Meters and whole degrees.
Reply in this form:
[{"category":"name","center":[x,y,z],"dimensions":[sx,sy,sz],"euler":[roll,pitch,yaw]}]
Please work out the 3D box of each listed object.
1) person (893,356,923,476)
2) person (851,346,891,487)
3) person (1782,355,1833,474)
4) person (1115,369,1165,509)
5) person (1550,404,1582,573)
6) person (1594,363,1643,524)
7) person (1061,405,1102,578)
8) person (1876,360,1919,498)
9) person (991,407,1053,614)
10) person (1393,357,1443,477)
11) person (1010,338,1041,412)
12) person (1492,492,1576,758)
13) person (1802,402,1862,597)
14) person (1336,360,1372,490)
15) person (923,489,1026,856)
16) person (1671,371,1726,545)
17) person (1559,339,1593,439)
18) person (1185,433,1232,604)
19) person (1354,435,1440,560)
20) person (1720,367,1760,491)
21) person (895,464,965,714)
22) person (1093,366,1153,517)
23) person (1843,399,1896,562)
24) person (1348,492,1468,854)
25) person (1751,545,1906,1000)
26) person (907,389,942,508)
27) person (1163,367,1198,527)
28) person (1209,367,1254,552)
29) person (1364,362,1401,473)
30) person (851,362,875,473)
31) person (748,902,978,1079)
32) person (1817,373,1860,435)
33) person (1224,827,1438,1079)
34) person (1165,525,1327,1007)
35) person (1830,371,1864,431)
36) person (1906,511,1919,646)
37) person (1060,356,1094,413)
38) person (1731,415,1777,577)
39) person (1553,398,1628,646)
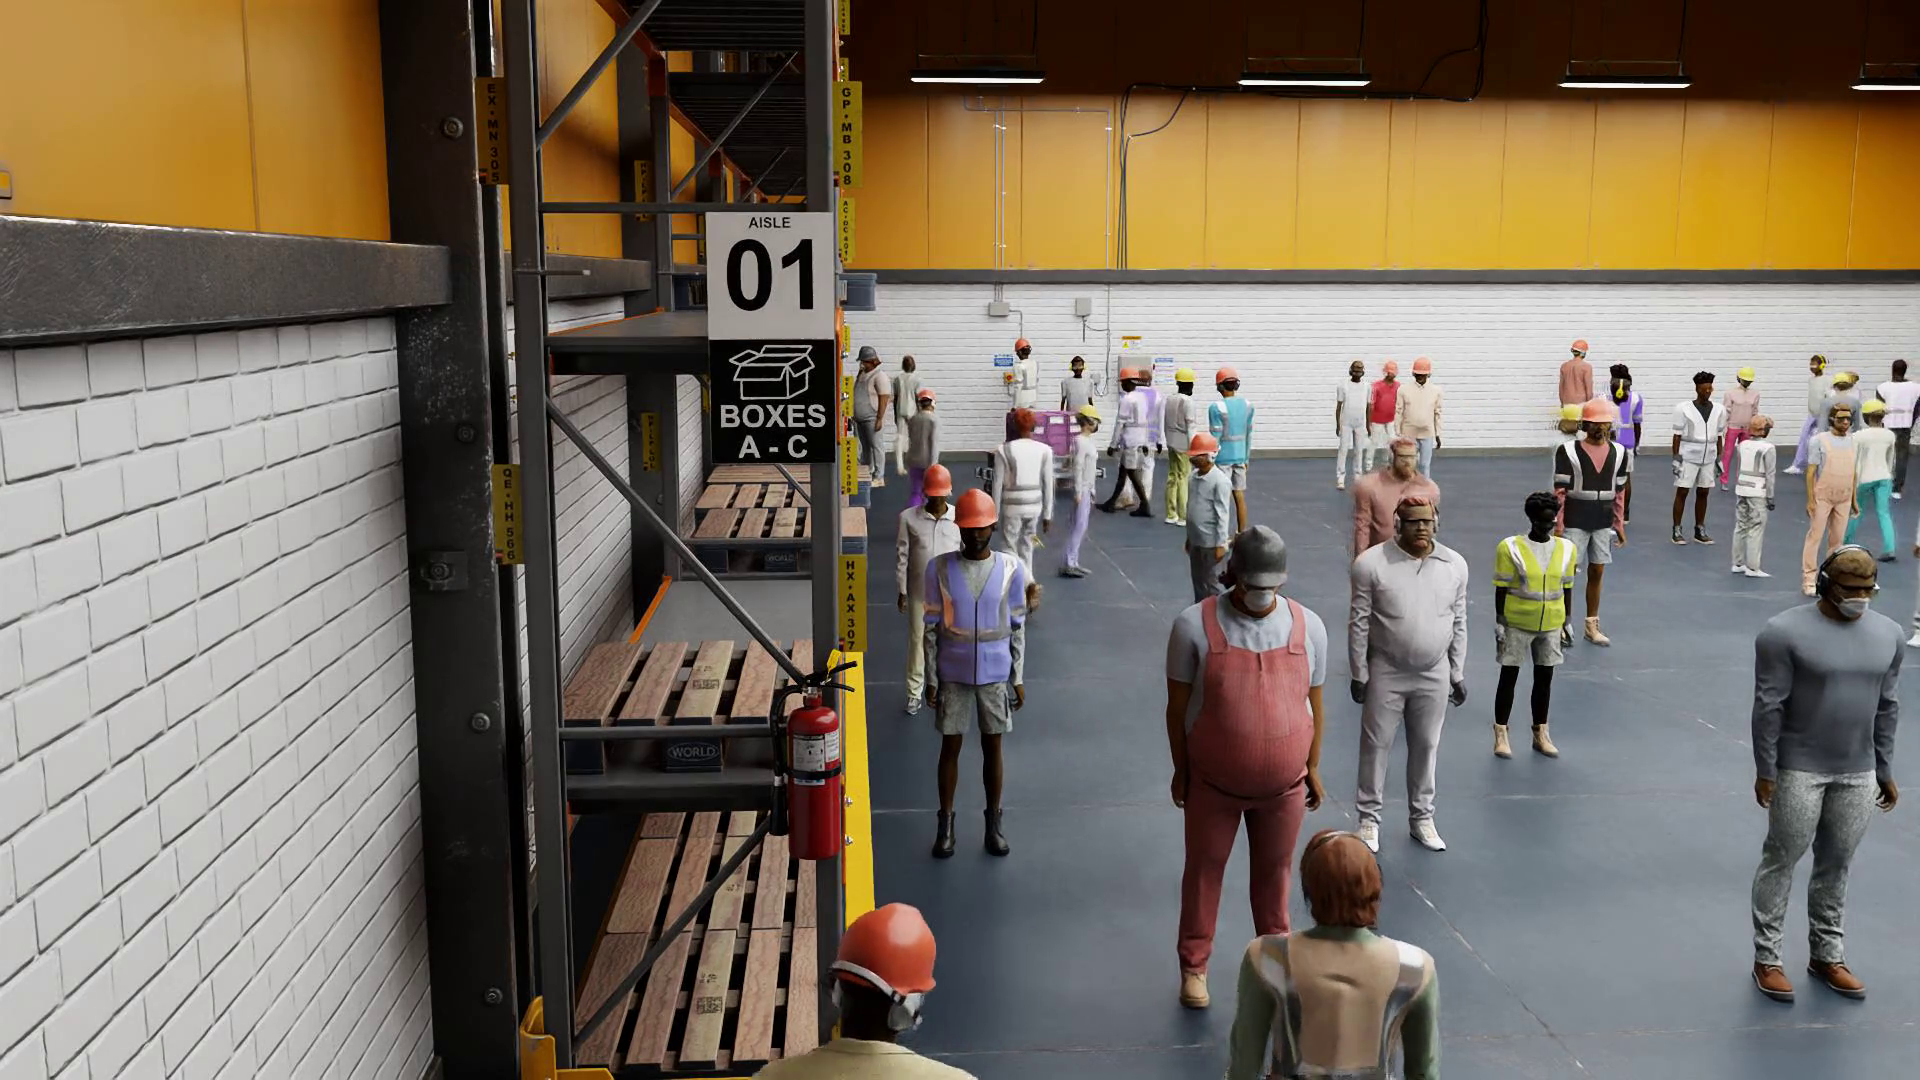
[{"category":"person","center":[-0.772,-1.901,25.407],"dimensions":[0.525,1.792,0.998],"euler":[3,10,21]},{"category":"person","center":[-1.328,-1.780,23.896],"dimensions":[0.535,2.000,0.673],"euler":[-5,11,-31]},{"category":"person","center":[13.111,-1.904,25.378],"dimensions":[0.963,1.830,0.538],"euler":[-3,9,-15]},{"category":"person","center":[2.330,-1.289,21.493],"dimensions":[0.654,1.823,0.446],"euler":[-1,9,-5]},{"category":"person","center":[6.212,-0.531,17.023],"dimensions":[0.413,1.726,0.498],"euler":[8,12,42]},{"category":"person","center":[7.996,-1.171,20.298],"dimensions":[0.600,1.967,0.367],"euler":[2,9,10]},{"category":"person","center":[1.239,-0.491,16.791],"dimensions":[0.356,1.731,0.584],"euler":[2,9,13]},{"category":"person","center":[12.868,-1.543,22.935],"dimensions":[0.587,1.863,0.984],"euler":[2,9,15]},{"category":"person","center":[0.578,-0.240,14.767],"dimensions":[0.575,1.867,0.697],"euler":[-4,10,-25]},{"category":"person","center":[5.895,-1.357,21.409],"dimensions":[0.610,1.985,0.393],"euler":[1,9,6]},{"category":"person","center":[1.011,-2.175,26.396],"dimensions":[0.392,2.035,0.605],"euler":[7,12,39]},{"category":"person","center":[3.606,0.532,10.467],"dimensions":[0.531,1.693,0.320],"euler":[-1,9,-3]},{"category":"person","center":[8.233,-0.376,15.687],"dimensions":[0.504,1.847,0.344],"euler":[-1,9,-3]},{"category":"person","center":[5.561,-1.617,23.501],"dimensions":[0.504,1.841,0.344],"euler":[-1,9,-3]},{"category":"person","center":[0.078,0.693,8.682],"dimensions":[0.542,1.939,0.361],"euler":[-1,9,-3]},{"category":"person","center":[8.314,-0.923,18.741],"dimensions":[0.603,1.967,0.366],"euler":[-1,9,-3]},{"category":"person","center":[10.001,-2.249,26.978],"dimensions":[0.379,1.996,0.610],"euler":[-6,11,-33]},{"category":"person","center":[2.015,-0.022,13.788],"dimensions":[0.349,1.743,0.561],"euler":[-4,10,-22]},{"category":"person","center":[3.212,0.145,12.310],"dimensions":[0.629,1.883,0.814],"euler":[1,9,5]},{"category":"person","center":[10.971,-1.556,23.374],"dimensions":[0.523,1.761,0.326],"euler":[-1,9,-3]},{"category":"person","center":[-0.169,0.341,11.502],"dimensions":[0.562,1.743,0.337],"euler":[-1,9,-3]},{"category":"person","center":[2.099,-1.242,20.972],"dimensions":[0.829,1.898,0.563],"euler":[5,10,28]},{"category":"person","center":[9.737,-0.642,17.759],"dimensions":[0.541,1.723,0.905],"euler":[-1,9,-6]},{"category":"person","center":[2.362,0.698,8.750],"dimensions":[0.639,1.910,0.406],"euler":[-1,9,-3]},{"category":"person","center":[3.631,0.967,6.983],"dimensions":[0.627,1.935,0.371],"euler":[-1,9,-3]},{"category":"person","center":[-0.428,-0.900,19.387],"dimensions":[0.581,1.709,0.564],"euler":[8,12,41]},{"category":"person","center":[2.689,-1.126,20.139],"dimensions":[0.373,1.928,0.584],"euler":[-4,10,-24]},{"category":"person","center":[2.932,-0.883,18.285],"dimensions":[0.605,2.034,0.392],"euler":[-6,11,-32]},{"category":"person","center":[6.490,-1.863,25.420],"dimensions":[0.637,1.713,0.627],"euler":[-4,10,-22]},{"category":"person","center":[-1.447,-1.893,25.531],"dimensions":[0.484,1.745,0.297],"euler":[-1,9,-3]},{"category":"person","center":[-0.188,1.633,3.573],"dimensions":[0.570,1.684,0.815],"euler":[2,9,11]},{"category":"person","center":[11.813,-1.377,22.370],"dimensions":[0.557,1.719,0.877],"euler":[2,9,11]},{"category":"person","center":[0.948,1.553,4.272],"dimensions":[0.570,1.618,0.388],"euler":[1,9,4]},{"category":"person","center":[1.200,0.930,6.877],"dimensions":[0.674,2.000,0.535],"euler":[-1,9,-3]},{"category":"person","center":[12.949,-1.652,24.344],"dimensions":[0.514,1.640,0.310],"euler":[-1,9,-3]},{"category":"person","center":[8.003,0.031,13.454],"dimensions":[0.301,1.743,0.488],"euler":[-8,12,-42]},{"category":"person","center":[1.706,-1.744,24.196],"dimensions":[0.521,1.873,0.328],"euler":[-1,9,-3]},{"category":"person","center":[7.997,-0.440,16.764],"dimensions":[0.316,1.633,0.521],"euler":[-2,9,-12]},{"category":"person","center":[5.151,-0.142,13.597],"dimensions":[0.605,2.045,0.378],"euler":[-1,9,-3]}]
